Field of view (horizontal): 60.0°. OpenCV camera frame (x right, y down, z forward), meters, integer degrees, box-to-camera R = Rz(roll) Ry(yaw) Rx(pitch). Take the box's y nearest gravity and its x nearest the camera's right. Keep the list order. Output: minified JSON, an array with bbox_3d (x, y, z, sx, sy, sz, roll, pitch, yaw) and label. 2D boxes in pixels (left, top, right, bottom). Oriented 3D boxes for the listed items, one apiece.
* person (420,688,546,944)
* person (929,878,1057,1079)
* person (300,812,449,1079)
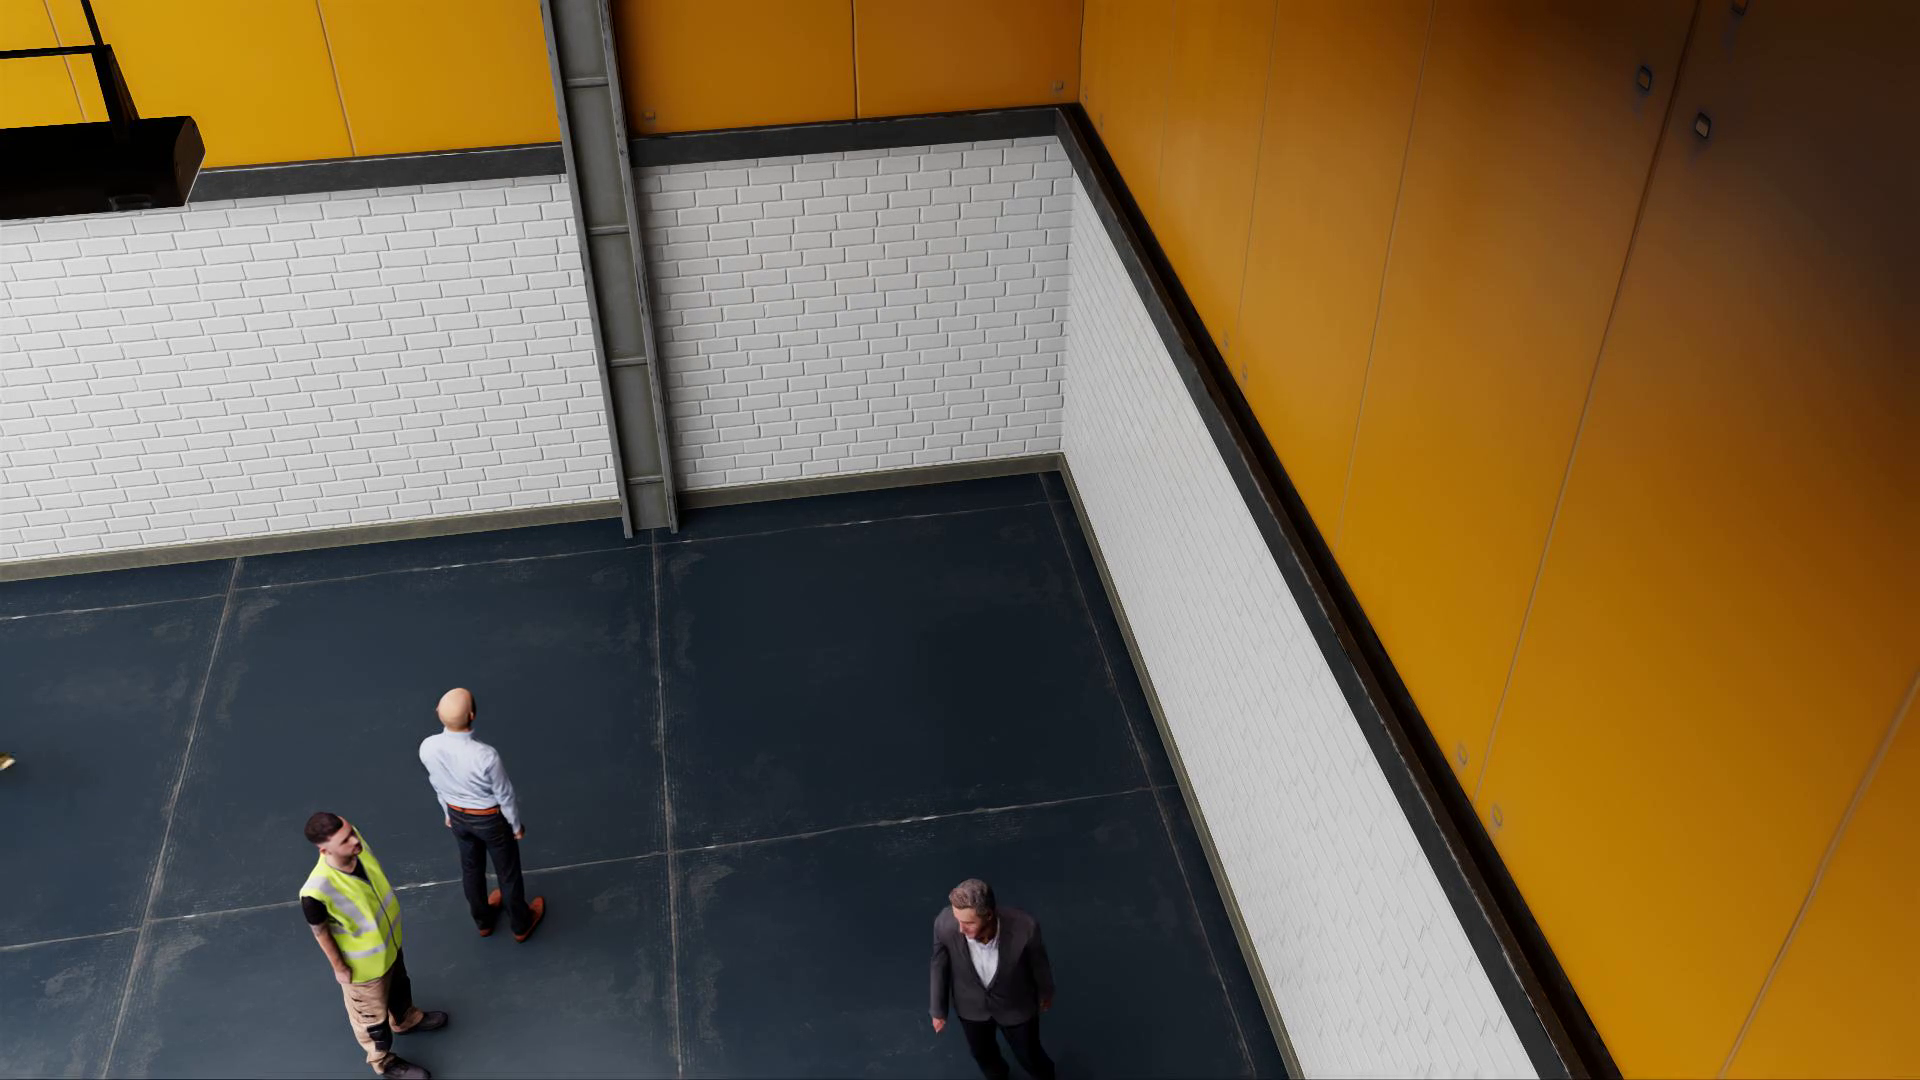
[{"bbox_3d":[-2.592,1.512,9.016,0.652,1.789,0.773,10,40,13],"label":"person"},{"bbox_3d":[0.195,2.214,8.126,0.662,1.802,0.919,-4,39,-5],"label":"person"},{"bbox_3d":[-2.980,2.007,8.351,0.804,1.846,0.779,3,39,4],"label":"person"}]
